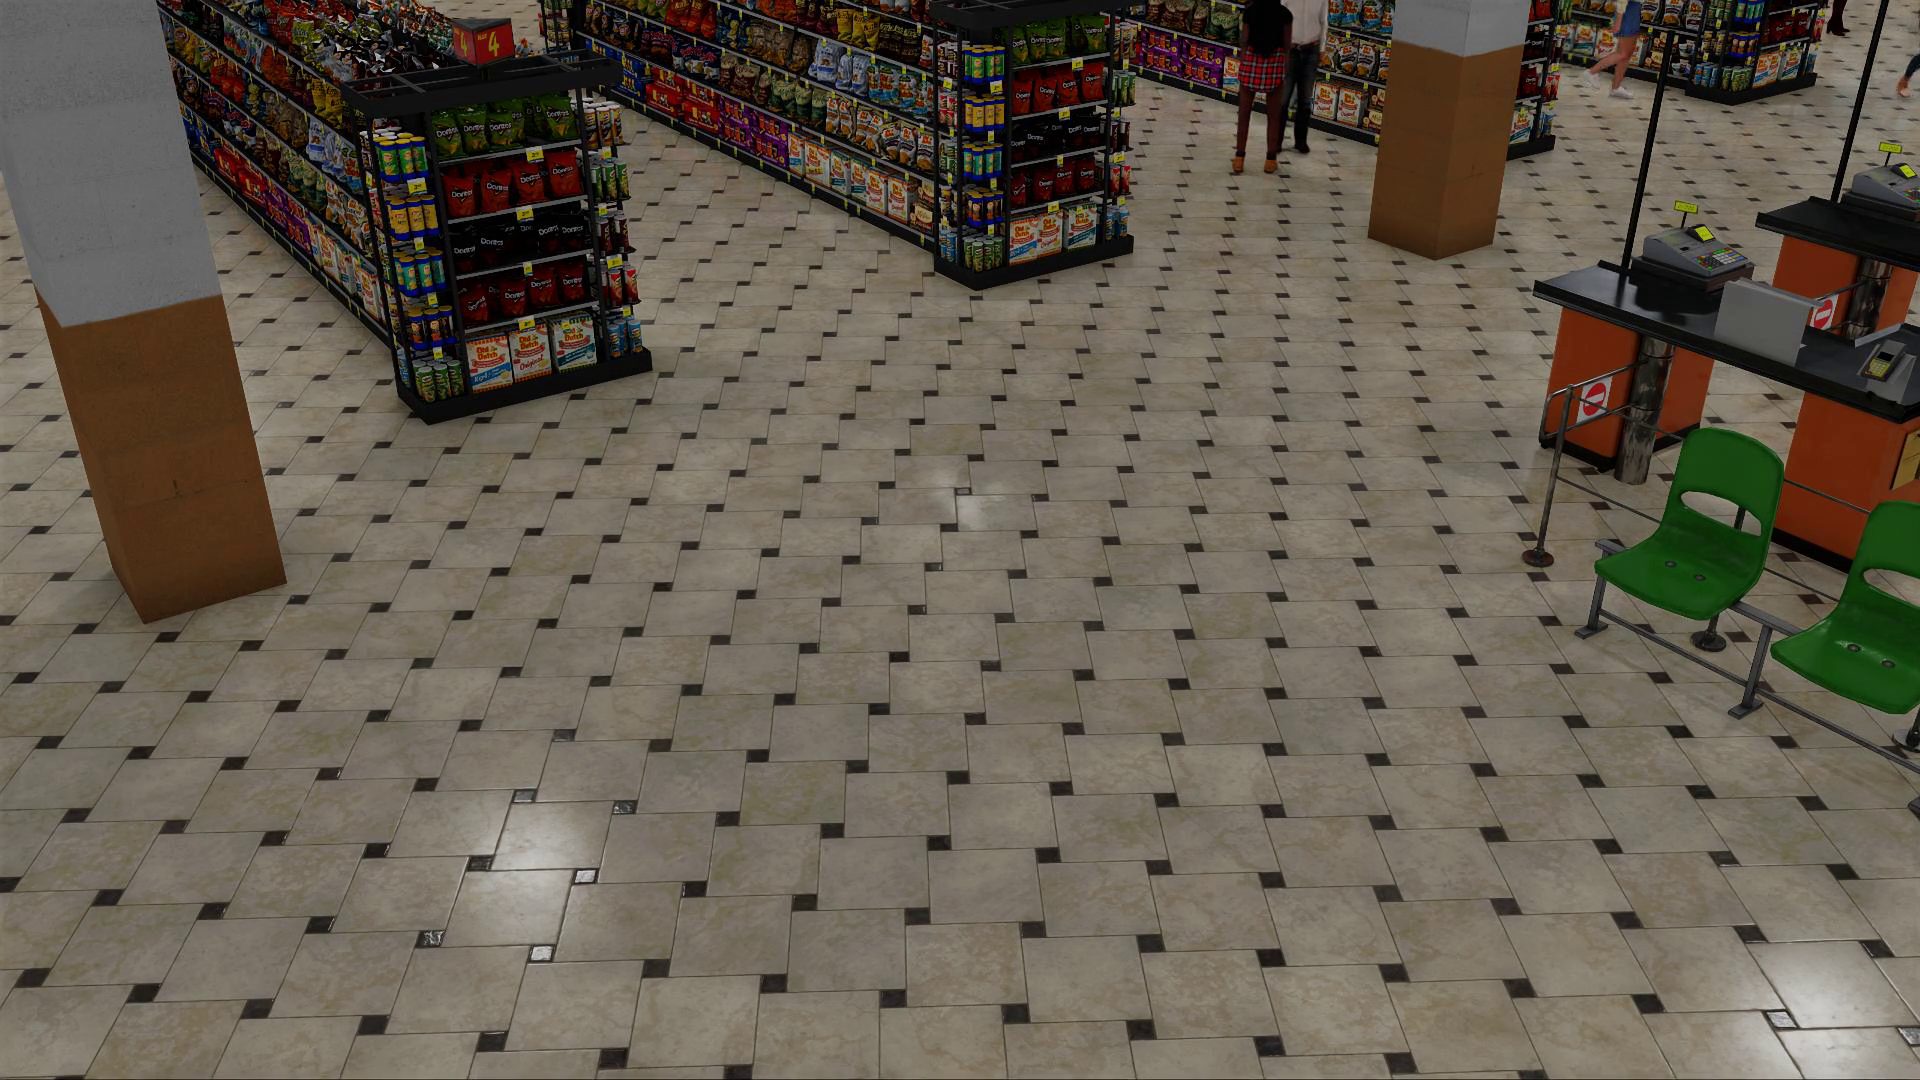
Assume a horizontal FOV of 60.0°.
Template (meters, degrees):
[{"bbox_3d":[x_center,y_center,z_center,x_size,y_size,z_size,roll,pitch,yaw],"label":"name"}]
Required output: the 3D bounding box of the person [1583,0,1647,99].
[{"bbox_3d":[6.782,-5.365,17.078,0.867,1.616,0.794,18,33,29],"label":"person"}]

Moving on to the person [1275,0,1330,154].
[{"bbox_3d":[3.099,-4.453,15.209,0.739,1.805,0.756,0,29,-1],"label":"person"}]

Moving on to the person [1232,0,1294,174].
[{"bbox_3d":[2.671,-4.119,14.682,0.711,1.724,0.770,5,29,9],"label":"person"}]
